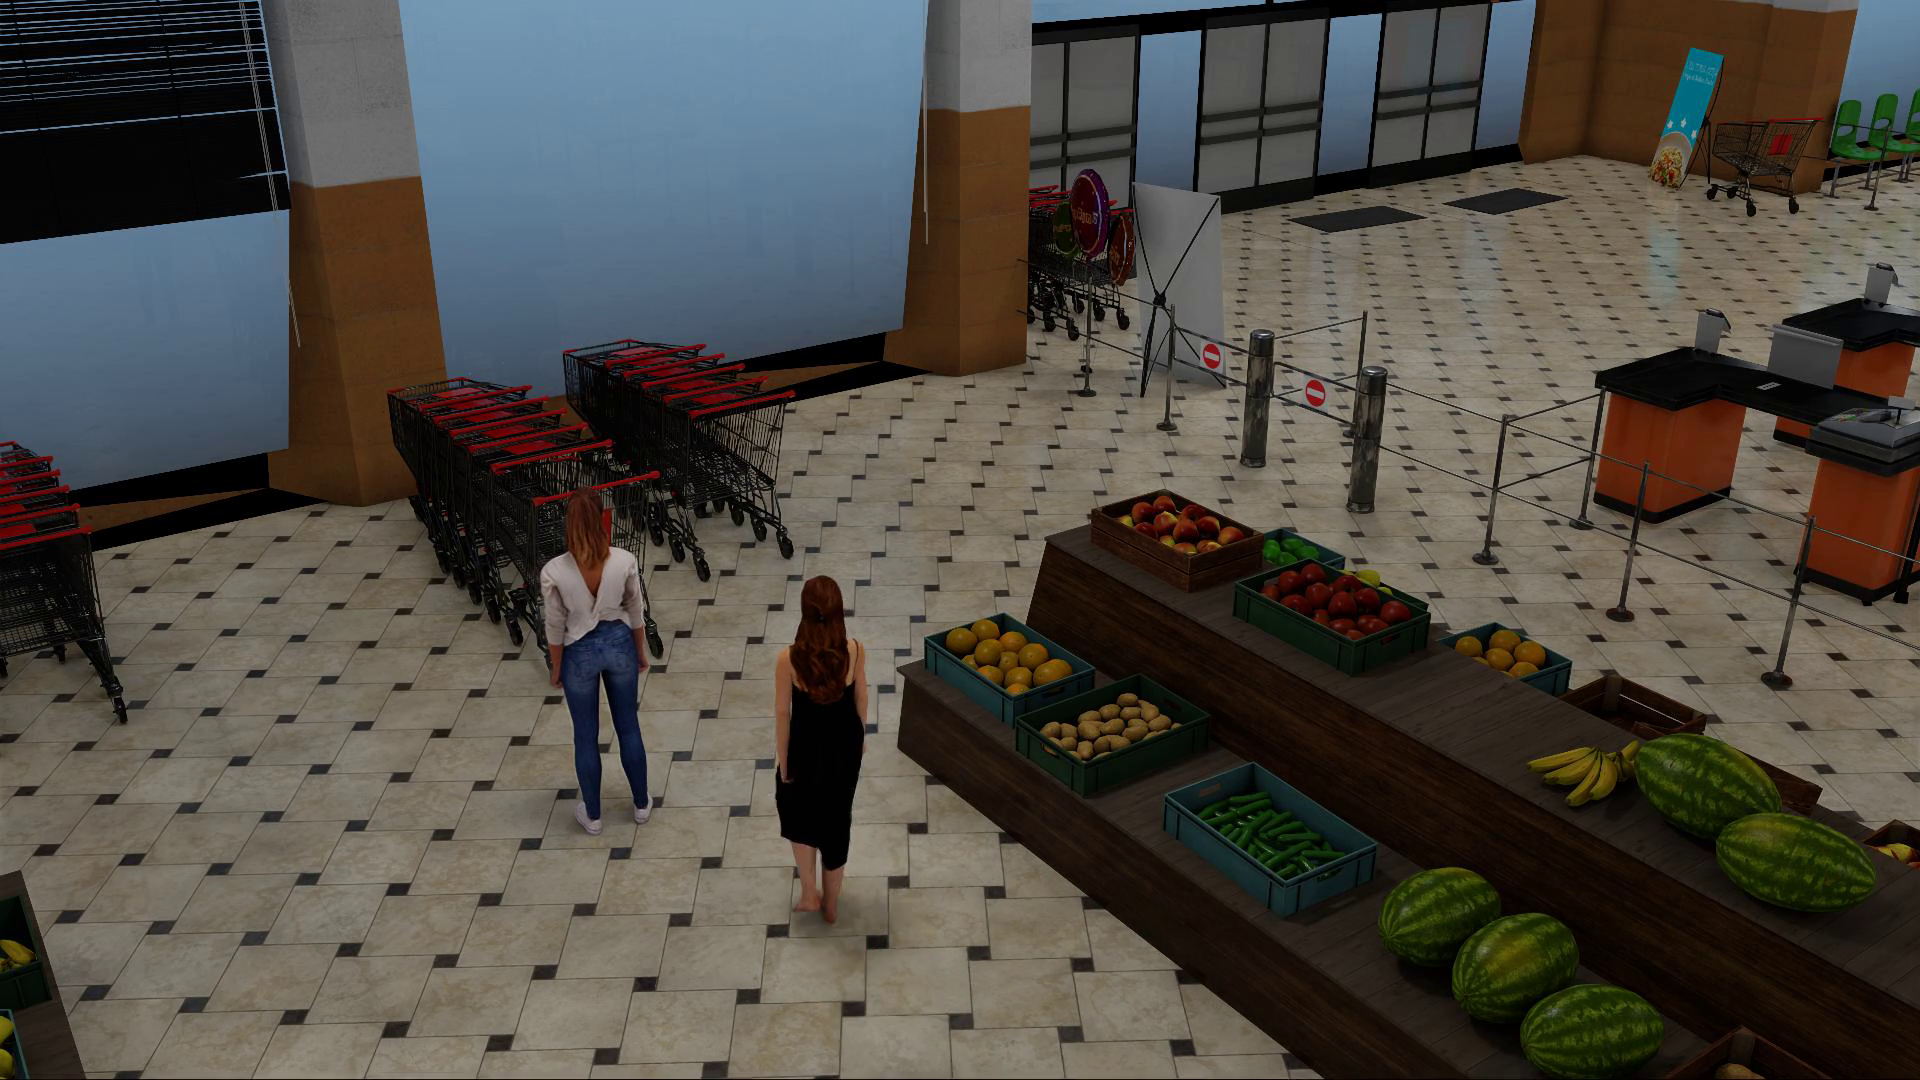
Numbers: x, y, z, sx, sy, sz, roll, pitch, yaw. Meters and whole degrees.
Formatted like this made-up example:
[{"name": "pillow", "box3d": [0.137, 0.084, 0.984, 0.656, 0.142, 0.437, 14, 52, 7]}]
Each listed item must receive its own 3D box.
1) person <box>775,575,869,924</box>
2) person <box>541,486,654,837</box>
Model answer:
[{"name": "person", "box3d": [-0.548, 0.939, 6.939, 0.653, 1.610, 0.704, -7, 25, -15]}, {"name": "person", "box3d": [-1.662, 0.560, 7.668, 0.656, 1.720, 0.595, -10, 25, -21]}]
